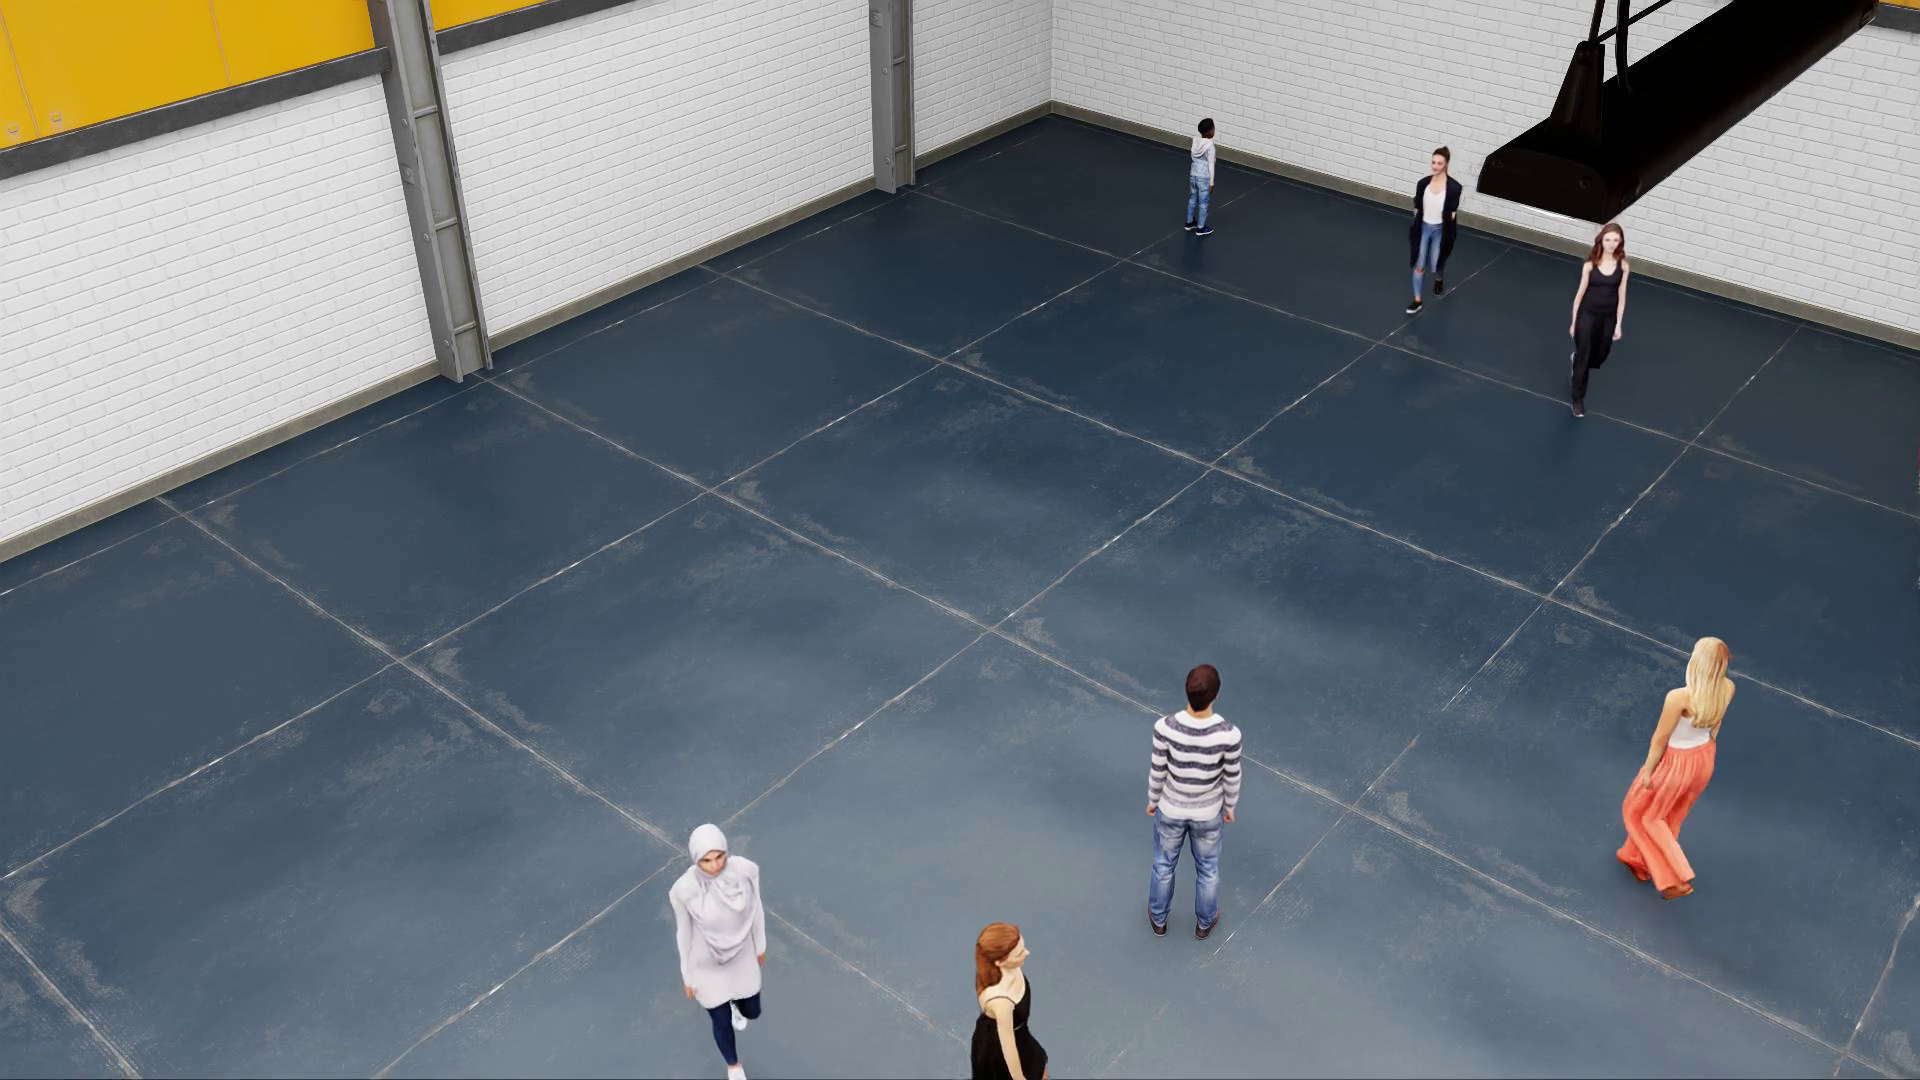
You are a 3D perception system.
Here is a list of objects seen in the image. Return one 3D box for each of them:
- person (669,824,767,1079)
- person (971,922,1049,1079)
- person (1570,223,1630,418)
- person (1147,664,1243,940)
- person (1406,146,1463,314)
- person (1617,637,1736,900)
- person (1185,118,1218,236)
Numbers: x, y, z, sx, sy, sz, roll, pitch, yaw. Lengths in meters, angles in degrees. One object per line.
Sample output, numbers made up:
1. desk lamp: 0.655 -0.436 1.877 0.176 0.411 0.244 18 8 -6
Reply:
1. person: -1.225 2.075 8.442 0.902 1.762 0.895 -12 36 -18
2. person: 0.112 2.436 8.038 0.851 1.608 0.817 5 34 7
3. person: 5.561 -1.976 14.563 0.937 1.732 1.059 2 34 3
4. person: 1.281 1.472 9.267 0.722 1.852 0.710 5 34 8
5. person: 4.638 -3.029 16.201 0.686 1.672 0.806 20 39 27
6. person: 4.167 1.362 9.491 0.908 1.787 0.920 -10 35 -15
7. person: 2.602 -3.930 17.932 0.541 1.258 0.520 -21 39 -28
